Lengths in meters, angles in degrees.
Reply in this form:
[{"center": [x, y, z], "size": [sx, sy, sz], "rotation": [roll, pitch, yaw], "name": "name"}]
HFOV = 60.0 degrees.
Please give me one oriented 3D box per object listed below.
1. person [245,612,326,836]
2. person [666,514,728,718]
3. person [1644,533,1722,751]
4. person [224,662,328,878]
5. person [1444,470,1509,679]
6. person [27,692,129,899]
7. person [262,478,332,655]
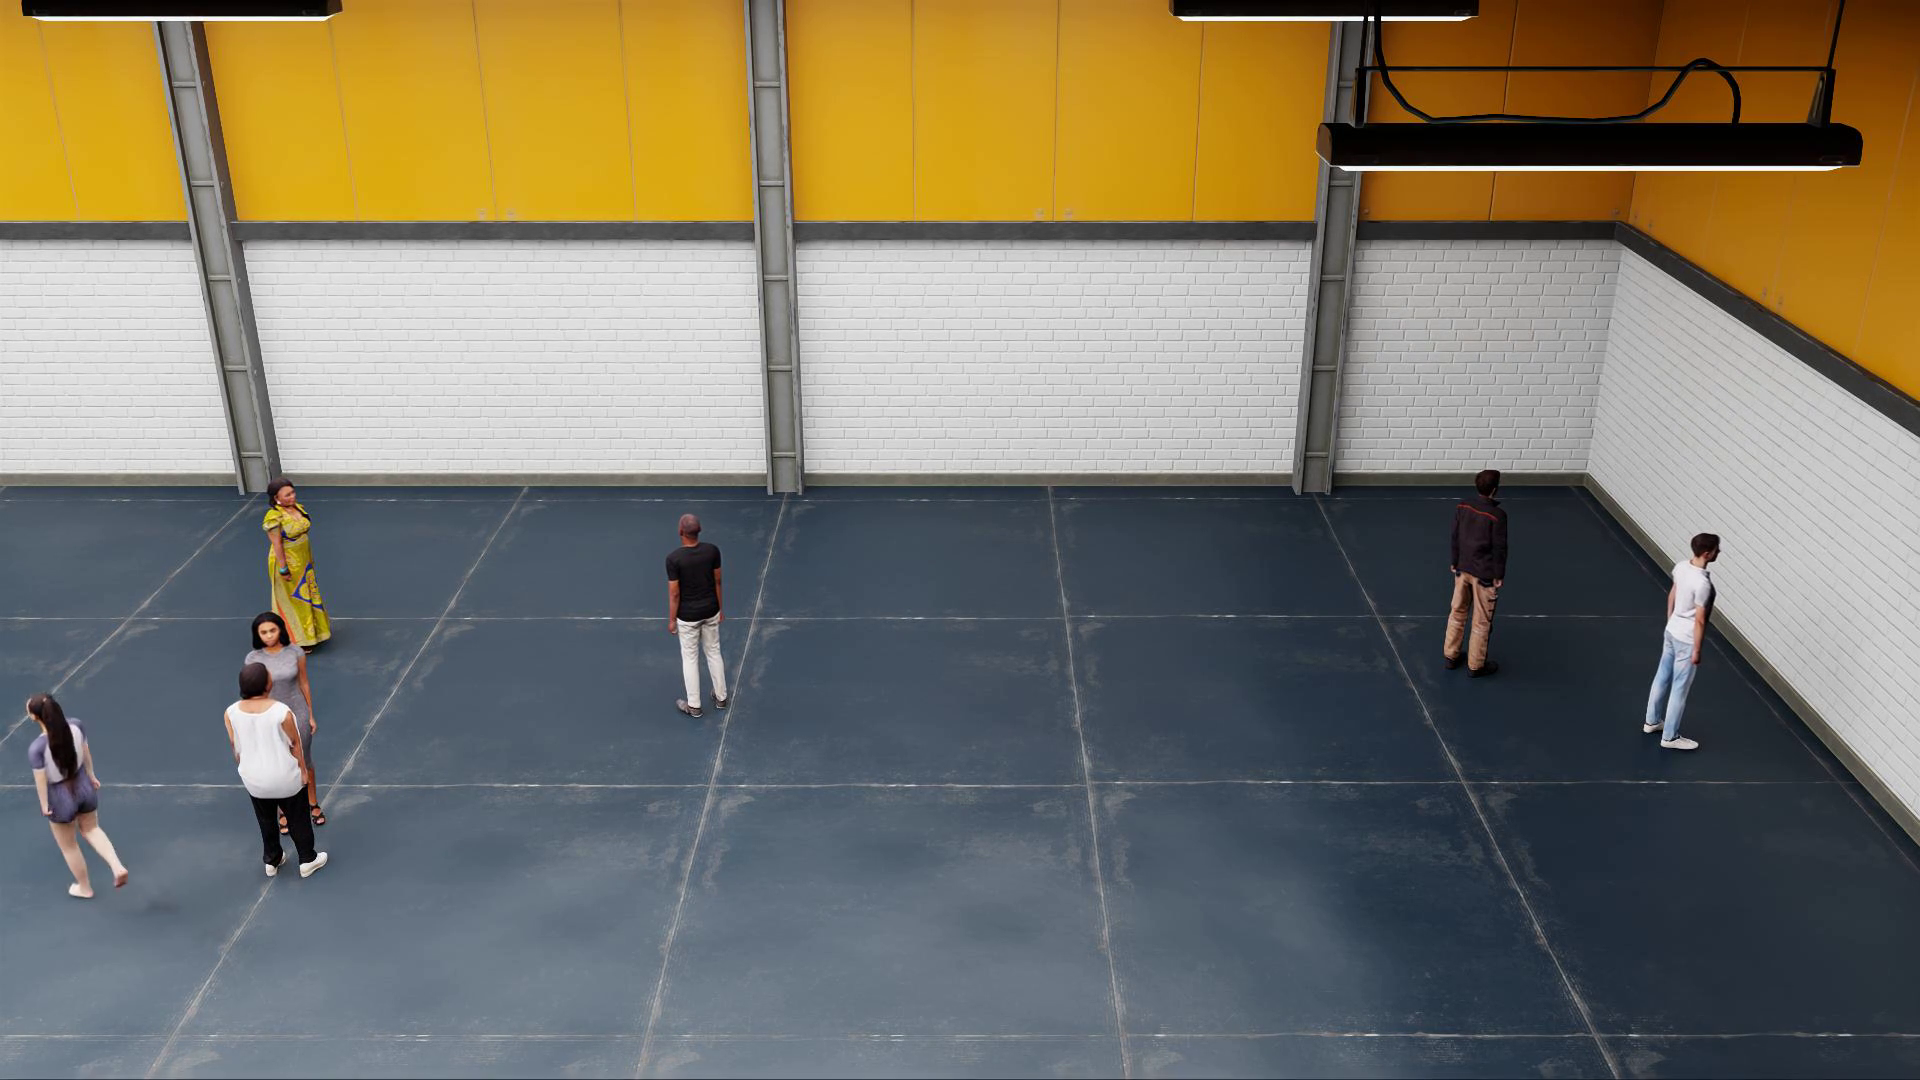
[{"center": [-5.026, 1.351, 12.377], "size": [0.612, 1.781, 0.722], "rotation": [-13, 27, -27], "name": "person"}, {"center": [-2.217, 0.627, 14.005], "size": [0.723, 1.804, 0.821], "rotation": [-16, 28, -32], "name": "person"}, {"center": [5.900, 0.797, 13.559], "size": [0.557, 1.850, 0.652], "rotation": [-1, 24, -3], "name": "person"}, {"center": [-4.893, 1.627, 11.862], "size": [0.559, 1.688, 0.732], "rotation": [2, 24, 5], "name": "person"}, {"center": [4.554, 0.280, 14.649], "size": [0.831, 1.925, 0.788], "rotation": [-19, 30, -37], "name": "person"}, {"center": [-6.100, 1.801, 11.532], "size": [0.851, 1.634, 0.762], "rotation": [11, 26, 23], "name": "person"}, {"center": [-6.080, 0.207, 15.146], "size": [0.800, 1.661, 0.878], "rotation": [3, 24, 6], "name": "person"}]
